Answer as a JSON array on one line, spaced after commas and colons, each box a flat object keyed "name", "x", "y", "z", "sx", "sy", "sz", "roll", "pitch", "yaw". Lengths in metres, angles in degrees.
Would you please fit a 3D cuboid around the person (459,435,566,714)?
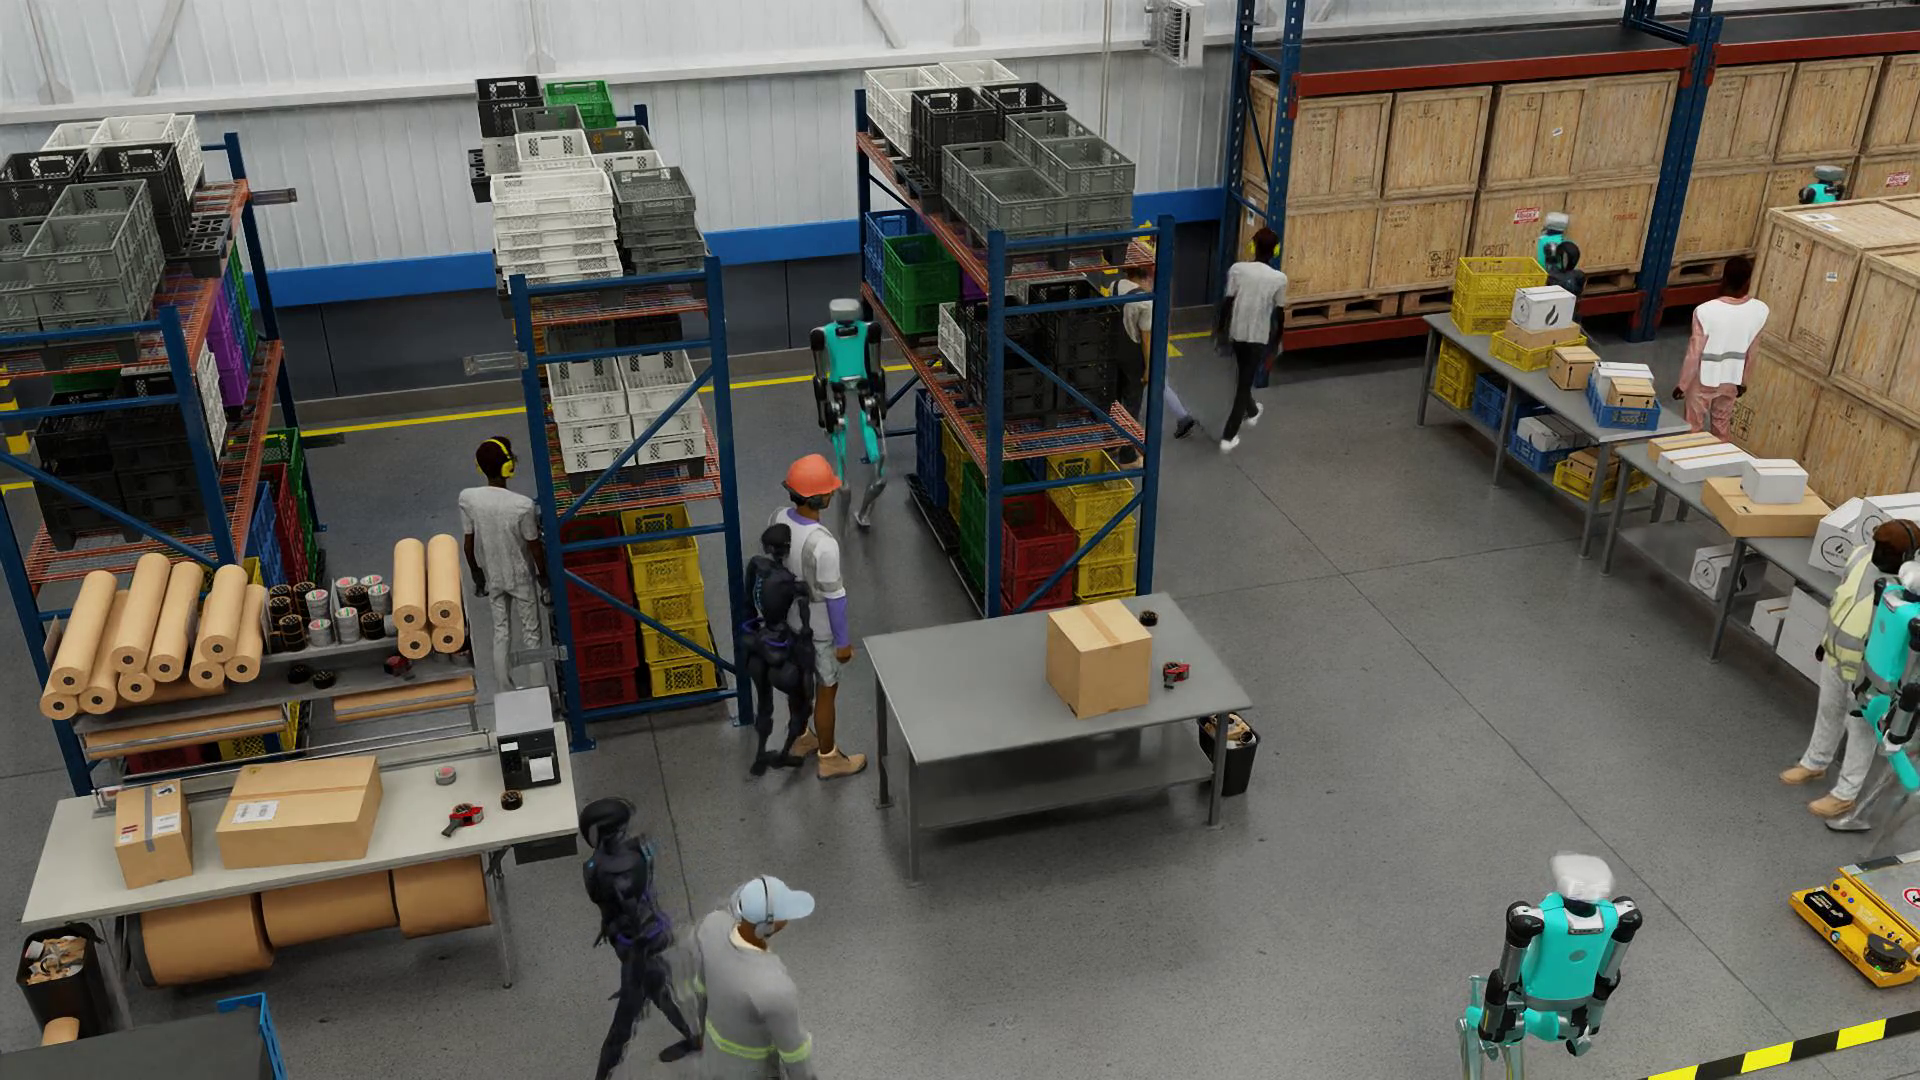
[{"name": "person", "x": -2.709, "y": 0.243, "z": 10.062, "sx": 0.528, "sy": 1.864, "sz": 0.311, "roll": 6, "pitch": 29, "yaw": 11}]

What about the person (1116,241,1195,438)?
[{"name": "person", "x": 1.529, "y": -1.619, "z": 13.593, "sx": 0.831, "sy": 1.720, "sz": 0.538, "roll": 12, "pitch": 31, "yaw": 21}]

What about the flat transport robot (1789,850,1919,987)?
[{"name": "flat transport robot", "x": 5.163, "y": 1.916, "z": 8.676, "sx": 1.431, "sy": 0.231, "sz": 0.659, "roll": -8, "pitch": 30, "yaw": -14}]

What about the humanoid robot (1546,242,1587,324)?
[{"name": "humanoid robot", "x": 4.881, "y": -1.724, "z": 13.853, "sx": 0.587, "sy": 1.629, "sz": 0.555, "roll": -13, "pitch": 31, "yaw": -22}]

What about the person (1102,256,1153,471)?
[{"name": "person", "x": 1.339, "y": -1.432, "z": 13.143, "sx": 0.345, "sy": 1.838, "sz": 0.500, "roll": -18, "pitch": 33, "yaw": -29}]

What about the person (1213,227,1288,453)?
[{"name": "person", "x": 2.387, "y": -1.665, "z": 13.577, "sx": 0.522, "sy": 1.810, "sz": 0.922, "roll": 17, "pitch": 33, "yaw": 27}]

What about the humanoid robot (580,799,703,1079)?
[{"name": "humanoid robot", "x": -1.511, "y": 1.815, "z": 7.436, "sx": 0.779, "sy": 1.621, "sz": 0.591, "roll": -13, "pitch": 32, "yaw": -23}]

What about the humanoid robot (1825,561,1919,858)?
[{"name": "humanoid robot", "x": 5.120, "y": 0.944, "z": 8.952, "sx": 0.659, "sy": 1.826, "sz": 0.538, "roll": 1, "pitch": 29, "yaw": 1}]

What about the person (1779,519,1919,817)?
[{"name": "person", "x": 5.022, "y": 0.694, "z": 9.277, "sx": 0.430, "sy": 1.837, "sz": 0.627, "roll": -5, "pitch": 29, "yaw": -10}]

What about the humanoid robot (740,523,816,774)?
[{"name": "humanoid robot", "x": -1.055, "y": 0.645, "z": 9.528, "sx": 0.590, "sy": 1.654, "sz": 0.333, "roll": 24, "pitch": 37, "yaw": 36}]

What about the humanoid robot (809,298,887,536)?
[{"name": "humanoid robot", "x": -0.759, "y": -0.773, "z": 12.163, "sx": 0.540, "sy": 1.899, "sz": 0.724, "roll": -7, "pitch": 30, "yaw": -13}]

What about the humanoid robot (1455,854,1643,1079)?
[{"name": "humanoid robot", "x": 2.397, "y": 1.890, "z": 7.058, "sx": 0.533, "sy": 1.677, "sz": 0.735, "roll": -2, "pitch": 29, "yaw": -4}]

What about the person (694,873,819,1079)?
[{"name": "person", "x": -0.803, "y": 2.080, "z": 6.758, "sx": 0.475, "sy": 1.828, "sz": 0.600, "roll": -16, "pitch": 33, "yaw": -27}]

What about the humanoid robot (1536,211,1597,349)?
[{"name": "humanoid robot", "x": 5.136, "y": -1.849, "z": 14.060, "sx": 0.715, "sy": 1.839, "sz": 0.530, "roll": 7, "pitch": 30, "yaw": 12}]

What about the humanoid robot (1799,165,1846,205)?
[{"name": "humanoid robot", "x": 7.894, "y": -2.492, "z": 15.092, "sx": 0.541, "sy": 1.710, "sz": 0.760, "roll": -16, "pitch": 33, "yaw": -26}]

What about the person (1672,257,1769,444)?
[{"name": "person", "x": 5.750, "y": -1.213, "z": 12.659, "sx": 0.595, "sy": 1.914, "sz": 0.371, "roll": -5, "pitch": 29, "yaw": -8}]

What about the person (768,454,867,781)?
[{"name": "person", "x": -0.819, "y": 0.444, "z": 9.515, "sx": 0.369, "sy": 2.044, "sz": 0.605, "roll": -22, "pitch": 35, "yaw": -34}]
